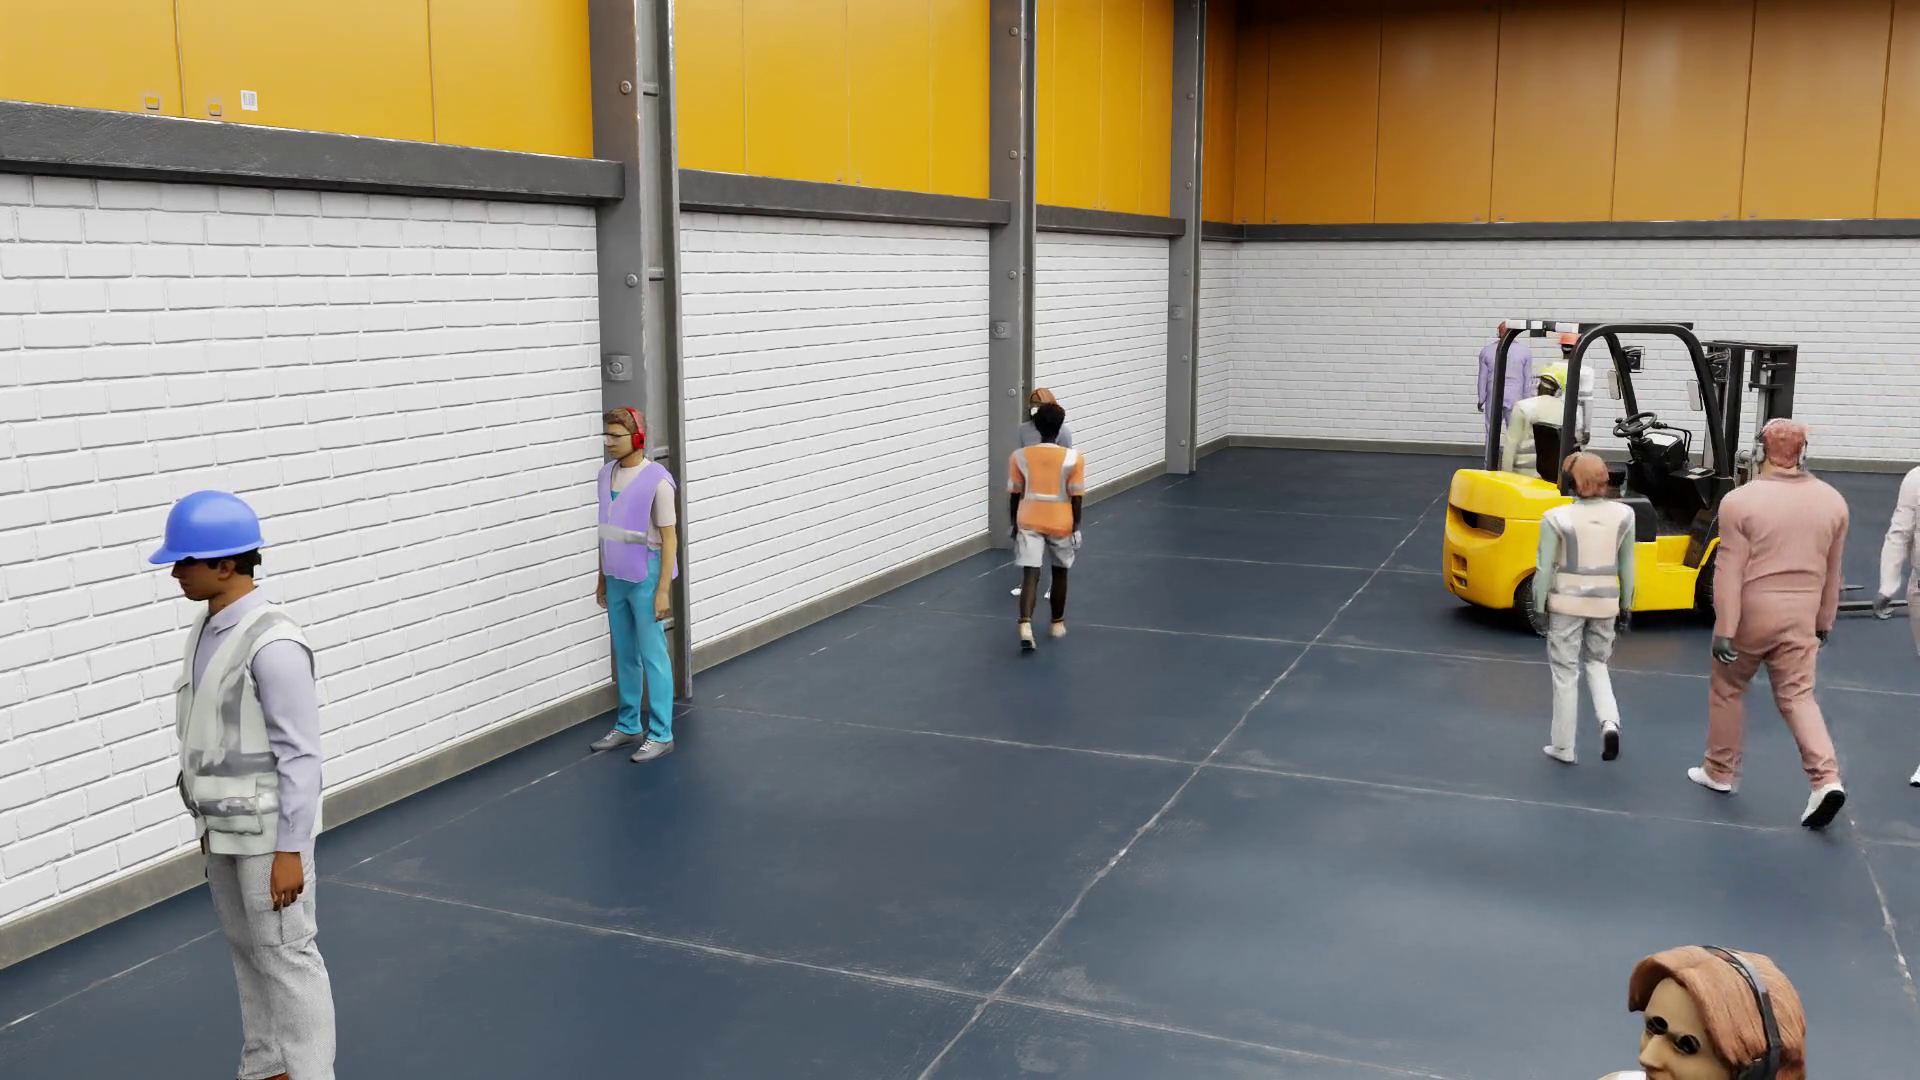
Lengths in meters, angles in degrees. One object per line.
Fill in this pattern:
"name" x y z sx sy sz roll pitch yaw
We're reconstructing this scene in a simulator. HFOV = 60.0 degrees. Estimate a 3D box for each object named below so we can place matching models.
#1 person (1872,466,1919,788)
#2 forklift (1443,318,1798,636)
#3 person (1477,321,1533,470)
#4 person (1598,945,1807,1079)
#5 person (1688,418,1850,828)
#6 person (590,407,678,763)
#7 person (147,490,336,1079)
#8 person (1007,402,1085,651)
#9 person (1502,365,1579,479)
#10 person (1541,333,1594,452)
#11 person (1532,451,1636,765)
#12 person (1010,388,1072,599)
"person" 5.062 0.262 8.422 1.006 1.860 0.644 -8 12 -40
"forklift" 4.706 -0.497 11.990 2.313 2.155 1.214 -2 10 -10
"person" 6.646 -1.722 20.305 0.639 1.902 0.407 3 10 19
"person" 1.034 1.361 2.394 0.309 1.645 0.514 -3 10 -19
"person" 3.825 0.364 7.766 0.648 1.865 0.931 -1 9 -6
"person" -1.691 0.222 8.689 0.571 1.842 0.382 8 12 40
"person" -2.047 0.816 4.786 0.401 1.943 0.615 -9 13 -44
"person" 0.568 -0.092 11.159 0.532 1.661 0.825 2 10 12
"person" 4.626 -0.497 13.250 0.702 1.782 0.460 -3 10 -18
"person" 6.186 -1.185 16.968 0.559 1.932 0.394 7 12 37
"person" 3.181 0.363 8.470 0.538 1.624 0.416 -1 9 -5
"person" 0.629 -0.362 12.862 0.499 1.634 0.279 7 11 35
